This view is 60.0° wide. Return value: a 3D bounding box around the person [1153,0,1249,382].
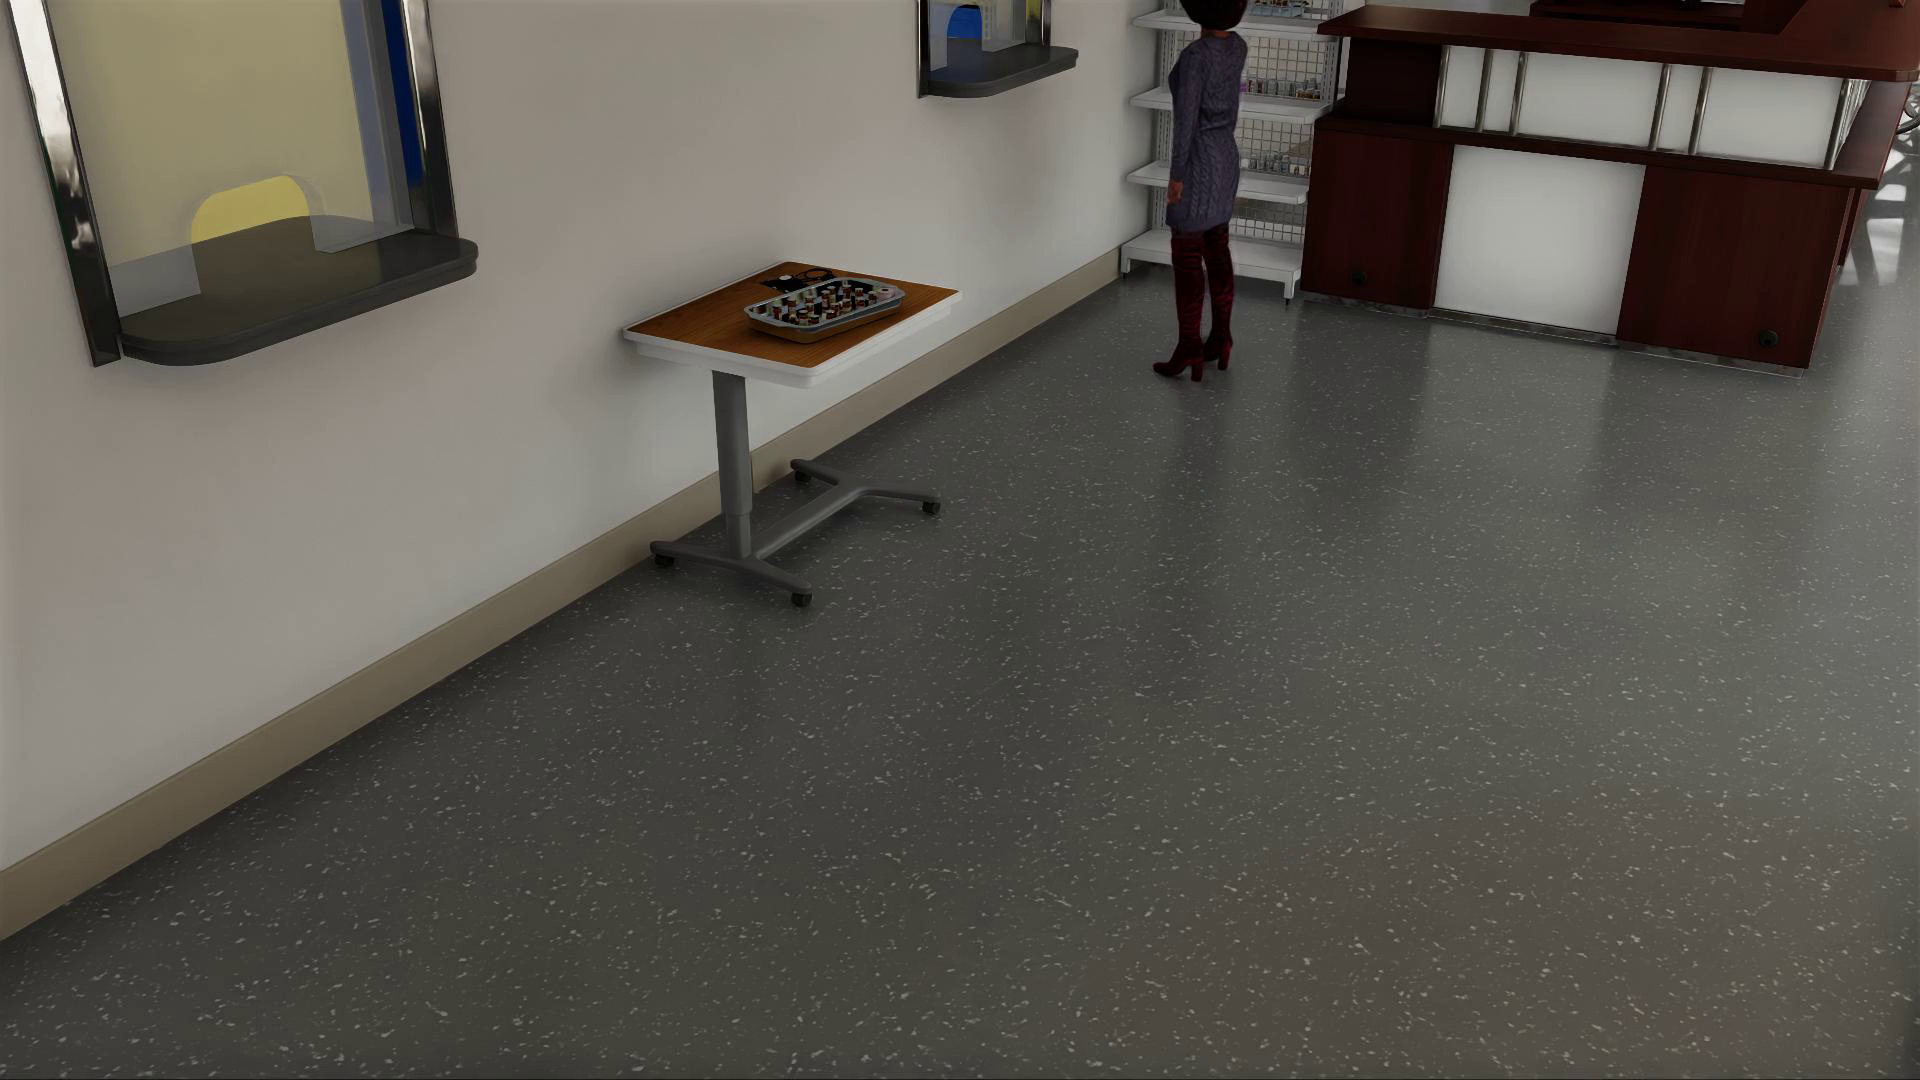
[{"bbox_3d":[1.031,-1.513,6.890,0.564,1.707,0.614,21,32,36],"label":"person"}]
